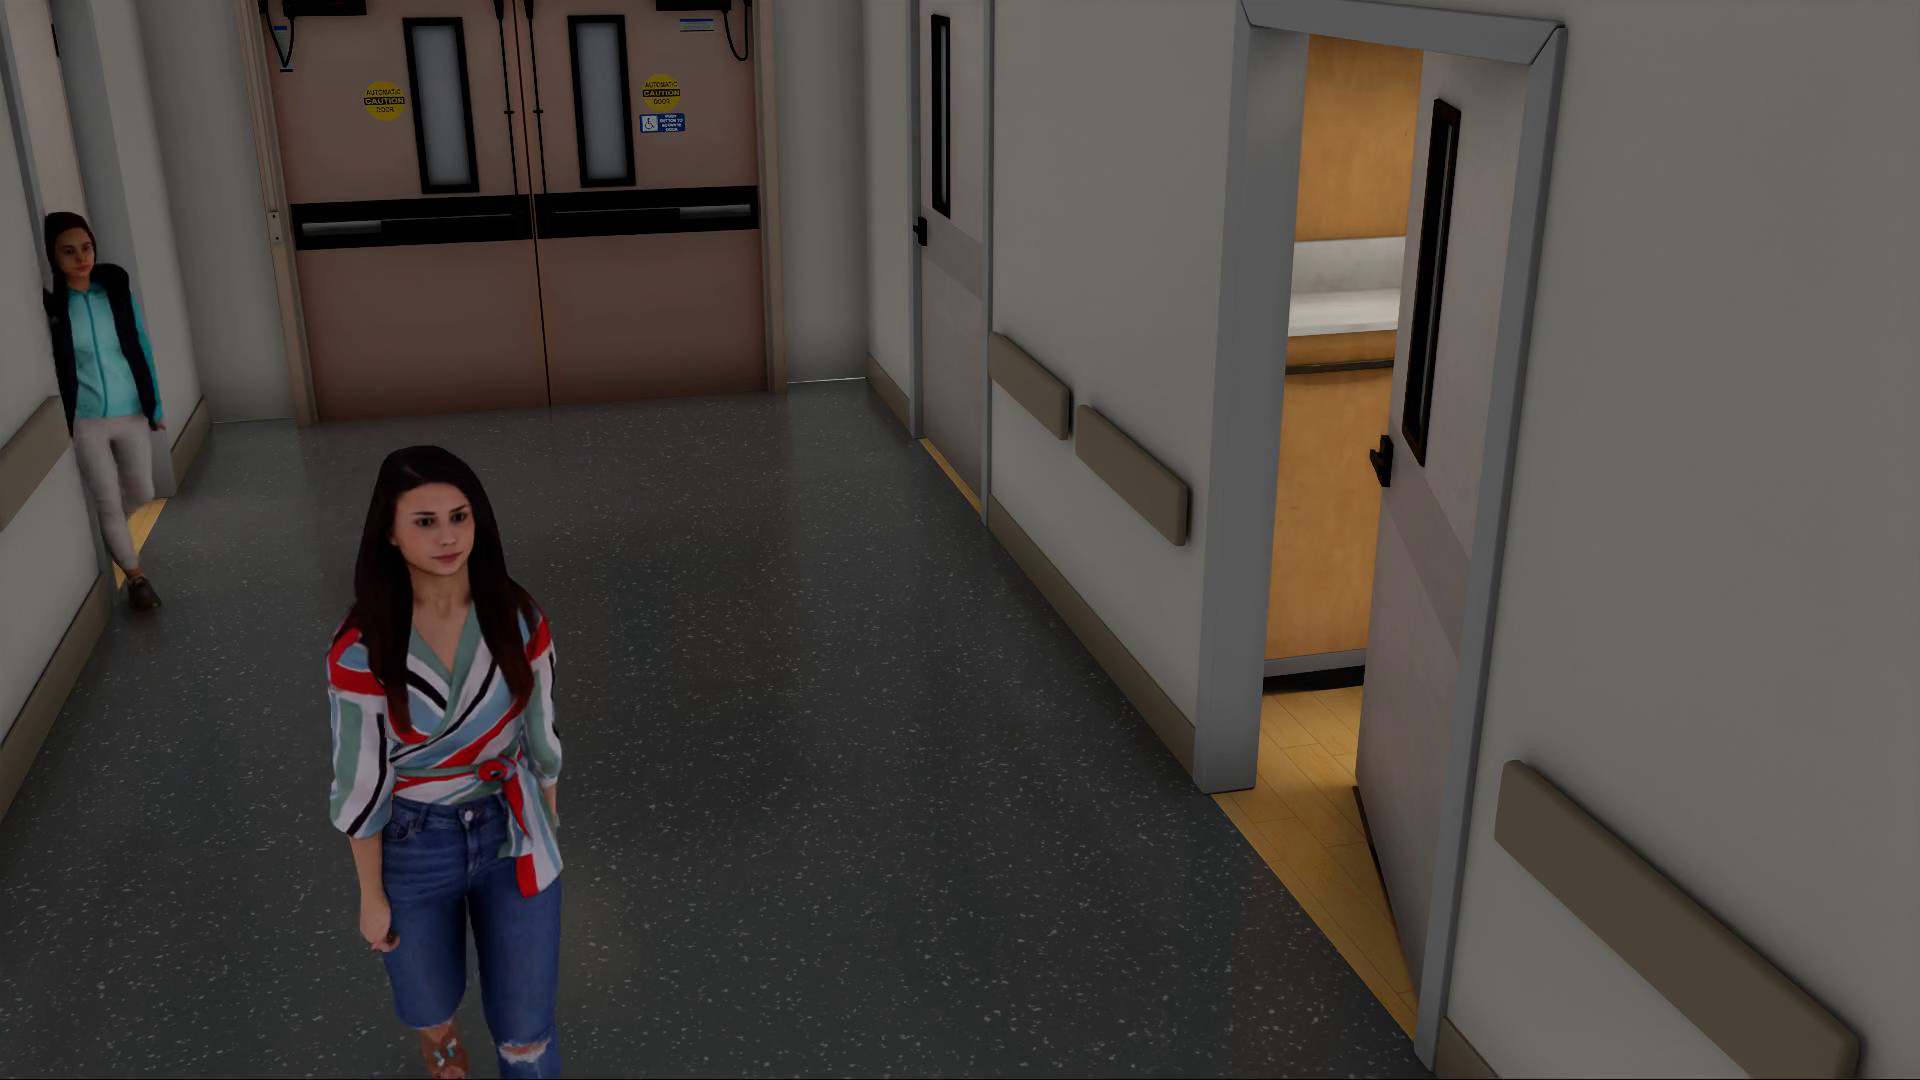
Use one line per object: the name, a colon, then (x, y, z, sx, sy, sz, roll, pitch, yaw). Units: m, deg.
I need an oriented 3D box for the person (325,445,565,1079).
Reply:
person: (-0.995, 0.588, 3.236, 0.713, 1.592, 1.050, -10, 23, -25)

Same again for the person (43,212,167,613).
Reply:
person: (-3.232, -0.486, 6.223, 0.964, 1.484, 0.840, 19, 28, 40)
